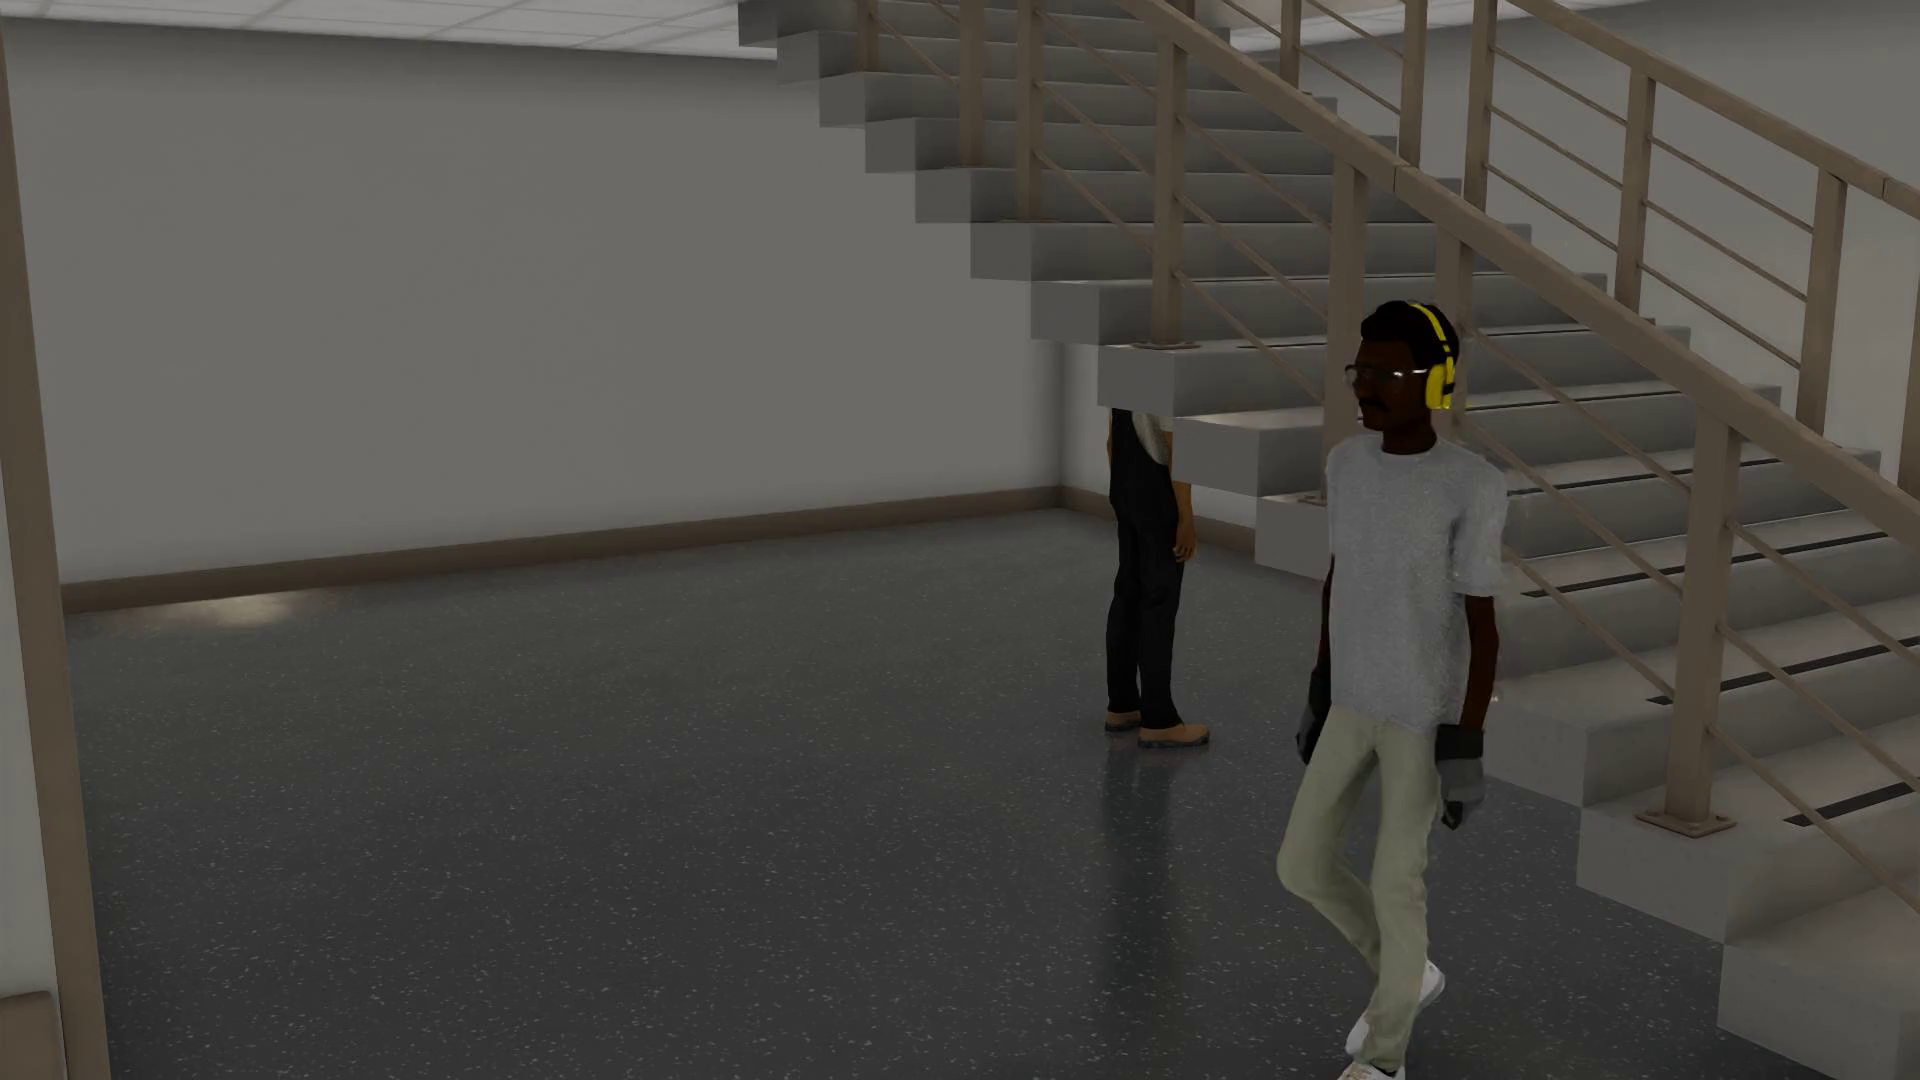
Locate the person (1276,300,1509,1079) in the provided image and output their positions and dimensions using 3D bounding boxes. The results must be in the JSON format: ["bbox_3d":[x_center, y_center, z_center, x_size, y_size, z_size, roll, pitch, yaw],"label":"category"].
[{"bbox_3d":[0.953,0.399,3.717,0.412,1.860,0.544,-7,13,-33],"label":"person"}]

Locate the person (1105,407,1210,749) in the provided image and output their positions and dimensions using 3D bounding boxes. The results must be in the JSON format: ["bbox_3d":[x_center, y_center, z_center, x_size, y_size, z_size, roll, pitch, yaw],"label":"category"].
[{"bbox_3d":[0.758,-0.115,6.456,0.340,1.845,0.512,-5,12,-24],"label":"person"}]
